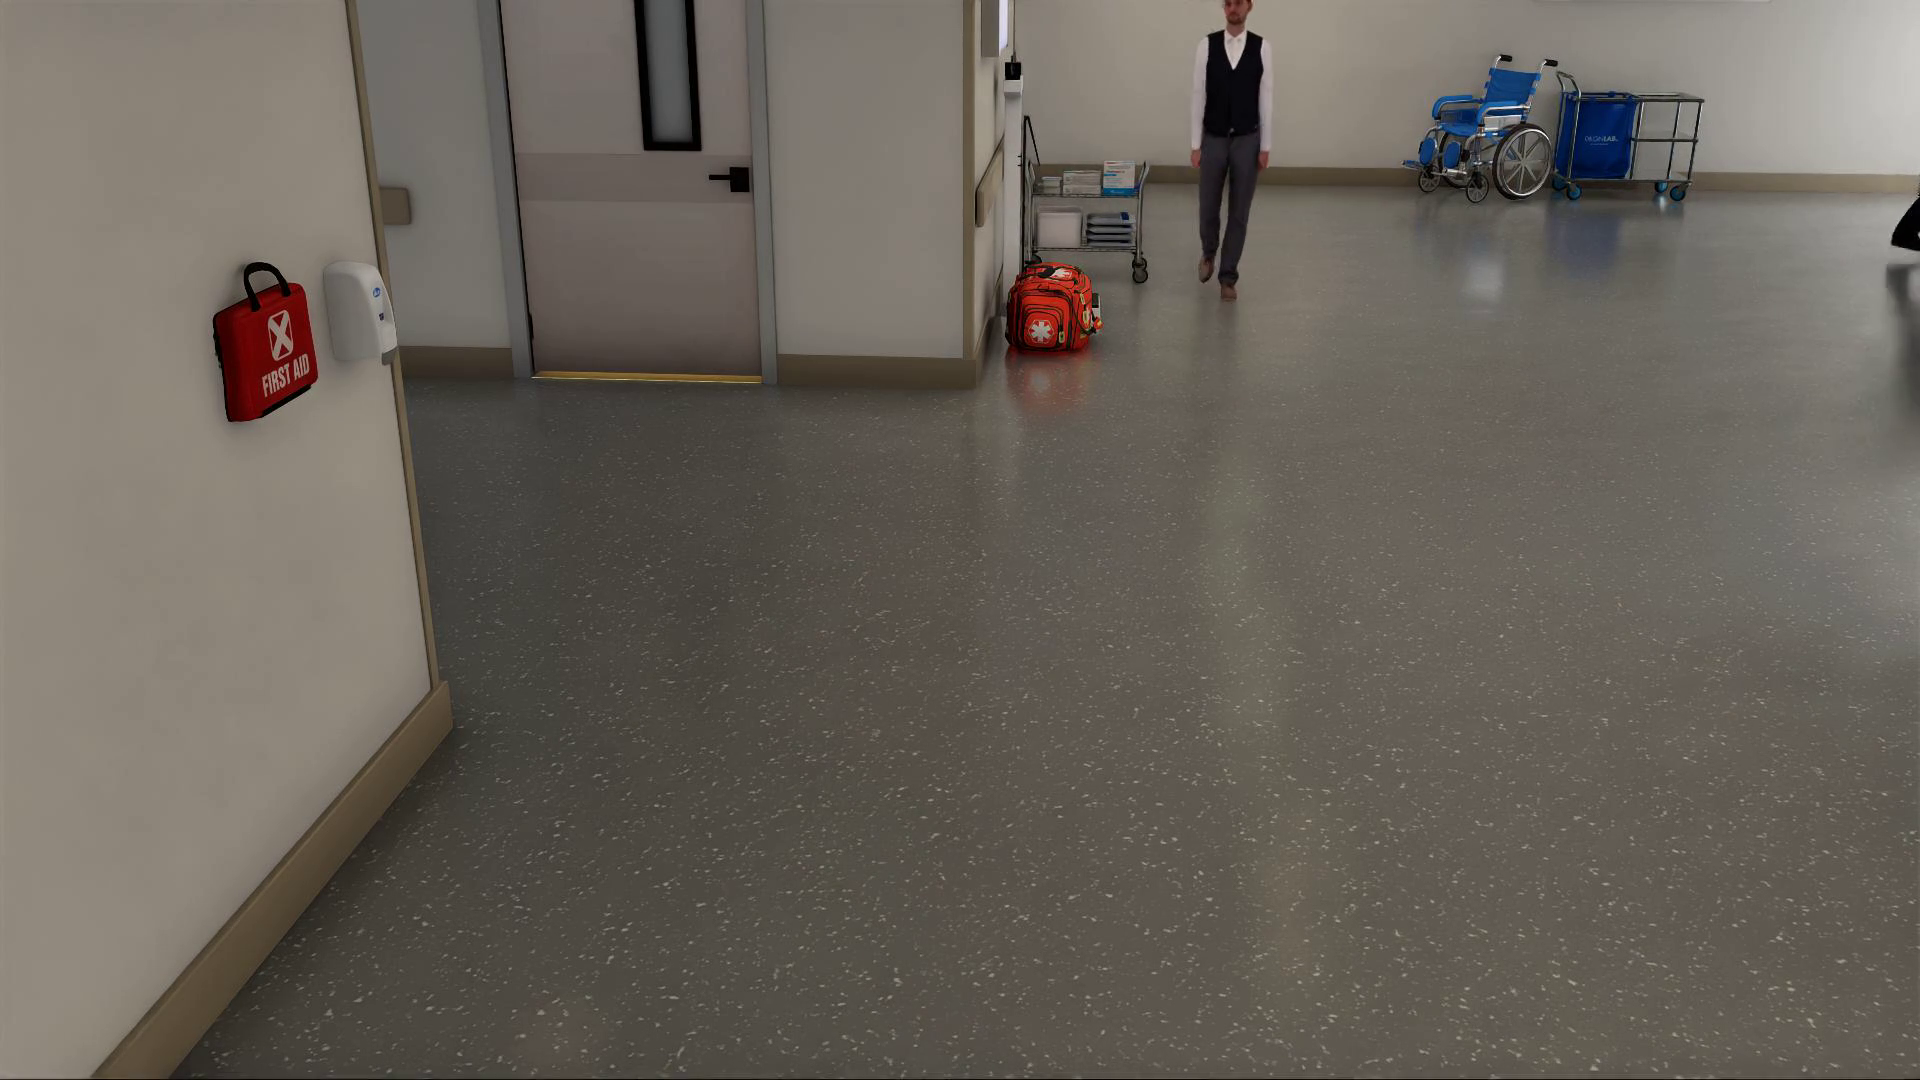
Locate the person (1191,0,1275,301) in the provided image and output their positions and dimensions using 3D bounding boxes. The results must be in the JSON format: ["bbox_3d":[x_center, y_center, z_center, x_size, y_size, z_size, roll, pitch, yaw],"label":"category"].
[{"bbox_3d":[1.707,-2.519,10.501,0.666,1.926,0.777,3,21,7],"label":"person"}]
